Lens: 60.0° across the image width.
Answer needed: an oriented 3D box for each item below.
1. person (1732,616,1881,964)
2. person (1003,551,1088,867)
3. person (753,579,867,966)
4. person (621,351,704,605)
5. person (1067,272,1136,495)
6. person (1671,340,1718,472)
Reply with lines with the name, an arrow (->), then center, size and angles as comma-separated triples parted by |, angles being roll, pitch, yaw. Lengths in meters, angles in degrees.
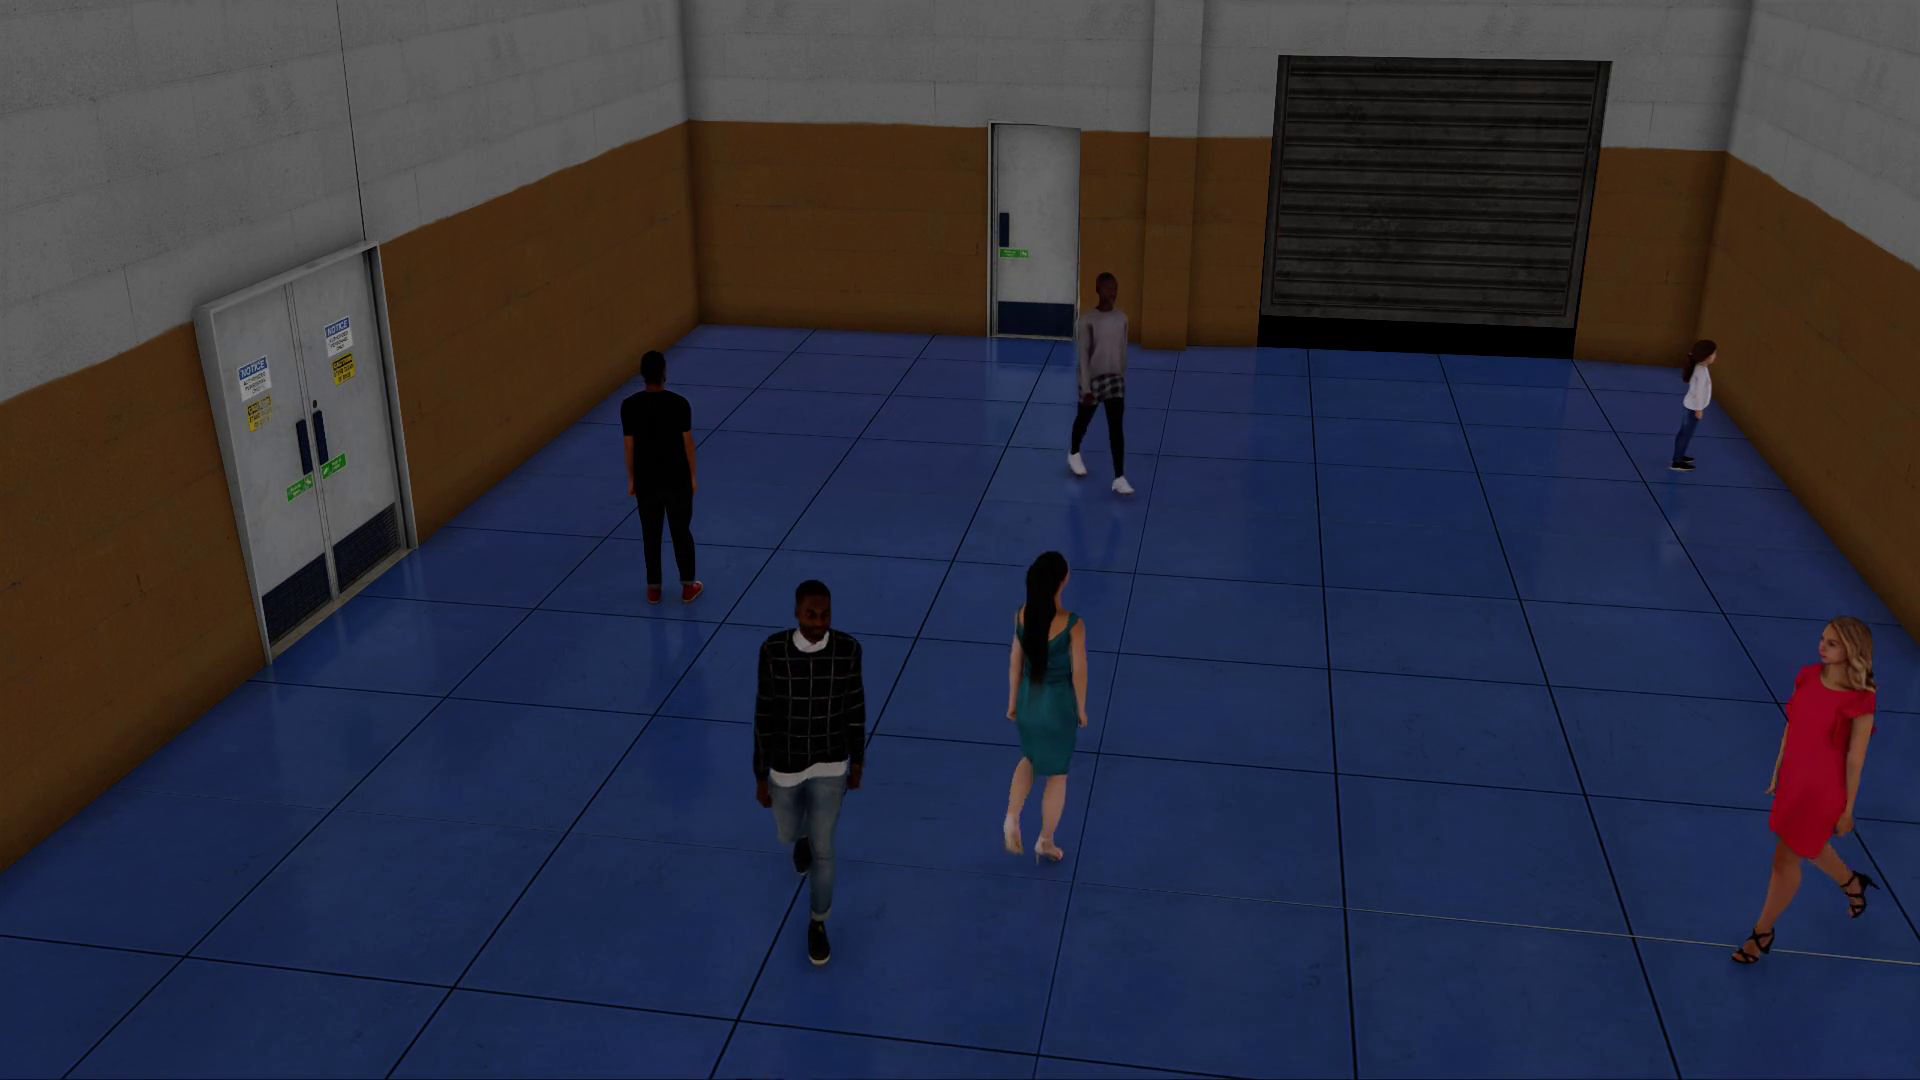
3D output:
person -> 3.921, 1.120, 7.486 | 1.090, 1.699, 0.850 | -5, 22, -13
person -> 0.374, 0.882, 8.118 | 0.733, 1.671, 0.747 | 15, 27, 33
person -> -0.701, 0.987, 7.694 | 1.114, 1.792, 0.908 | -1, 22, -3
person -> -2.007, -0.413, 11.225 | 0.564, 1.755, 0.733 | -1, 22, -2
person -> 1.075, -1.278, 13.413 | 1.193, 1.729, 1.076 | -8, 23, -19
person -> 6.133, -1.143, 13.911 | 0.481, 1.108, 0.469 | 7, 23, 17
